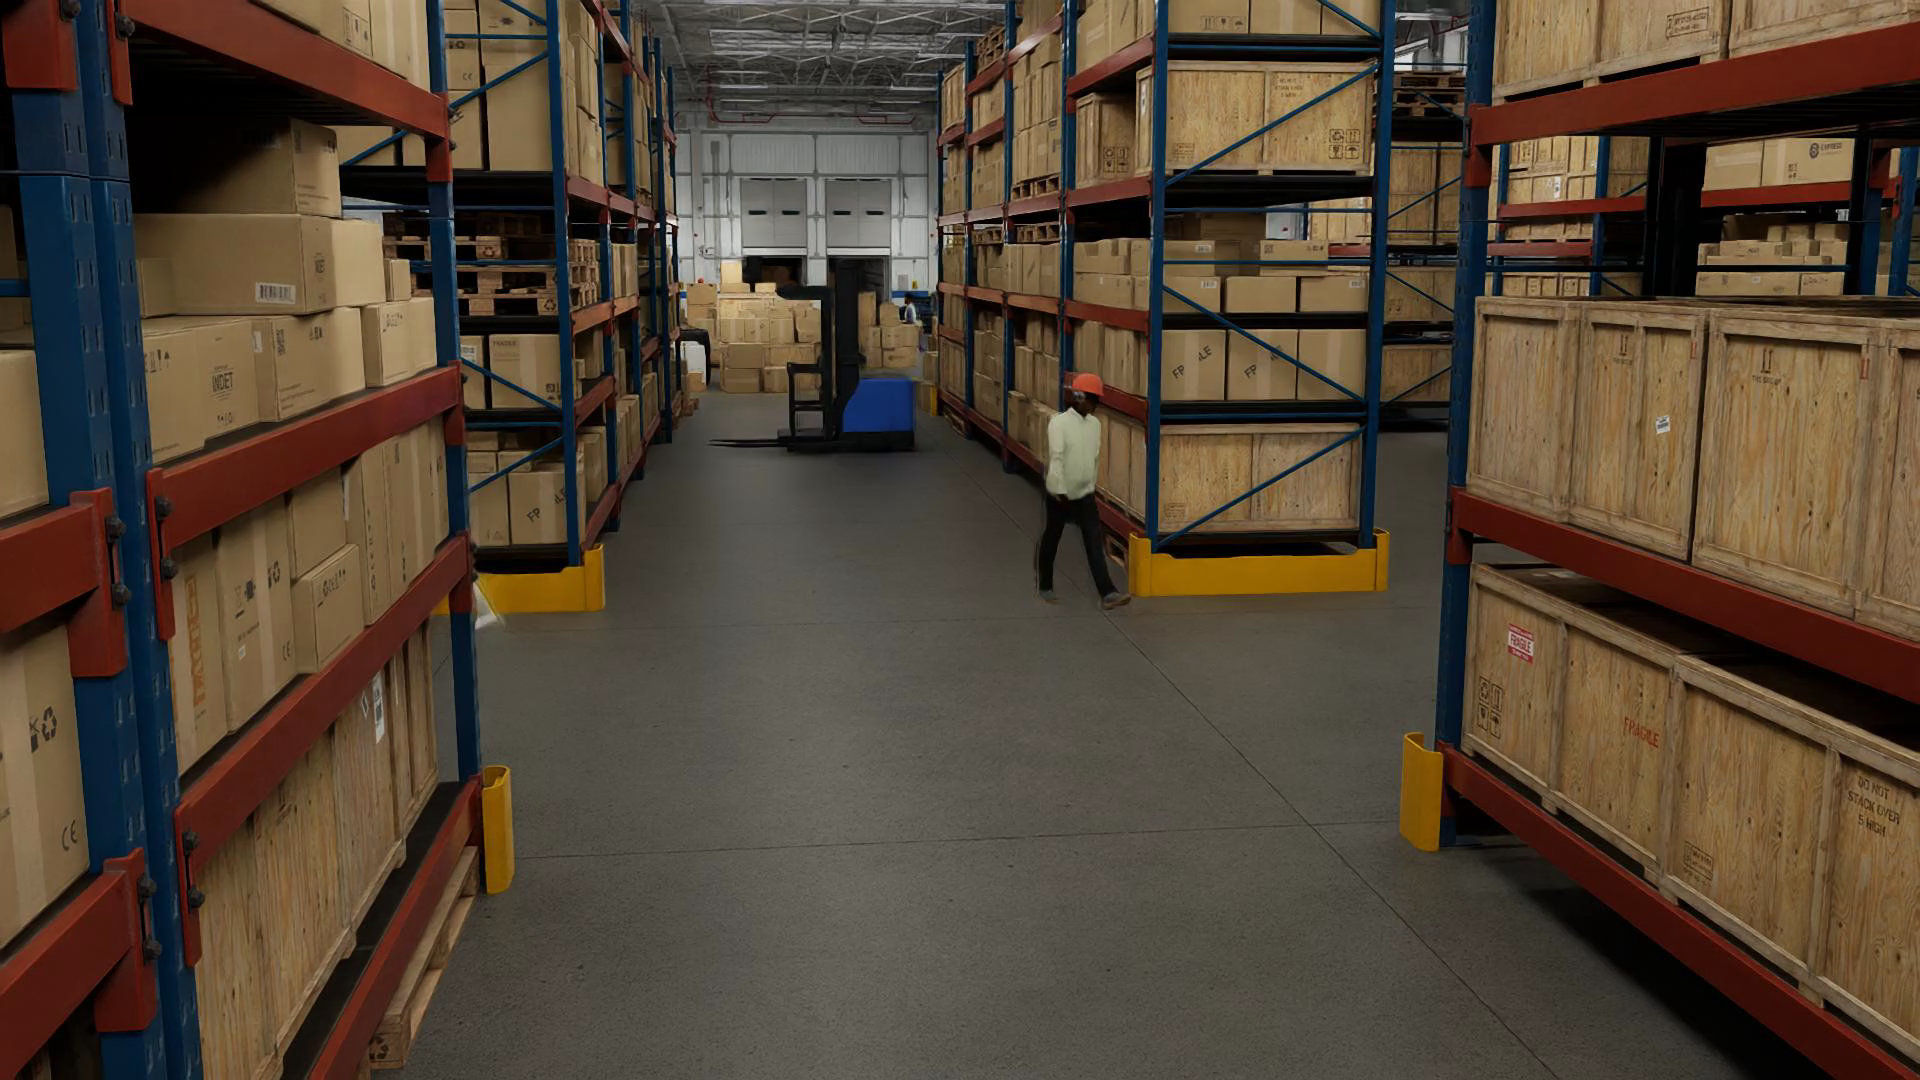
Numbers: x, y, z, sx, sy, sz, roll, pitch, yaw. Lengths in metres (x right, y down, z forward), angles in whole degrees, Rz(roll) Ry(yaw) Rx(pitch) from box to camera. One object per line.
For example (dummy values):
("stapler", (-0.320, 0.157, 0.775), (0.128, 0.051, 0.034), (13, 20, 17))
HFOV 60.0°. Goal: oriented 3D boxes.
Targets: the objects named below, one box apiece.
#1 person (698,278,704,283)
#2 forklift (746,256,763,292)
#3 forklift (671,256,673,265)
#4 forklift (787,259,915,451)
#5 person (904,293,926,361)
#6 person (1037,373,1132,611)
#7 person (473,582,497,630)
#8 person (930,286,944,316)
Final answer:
("person", (-10.746, -9.882, 68.872), (0.545, 1.930, 0.394), (-7, 12, -35))
("forklift", (-7.237, -8.630, 58.809), (1.873, 2.768, 1.129), (-4, 11, -24))
("forklift", (-10.987, -9.066, 61.344), (1.129, 2.768, 1.873), (-1, 10, -7))
("forklift", (-1.650, -2.756, 24.608), (1.873, 2.768, 1.129), (-1, 10, -7))
("person", (-1.315, -5.780, 45.156), (0.980, 1.878, 0.593), (1, 10, 5))
("person", (0.978, -0.380, 13.538), (0.647, 1.920, 1.021), (-7, 12, -36))
("person", (-3.975, -0.053, 12.632), (0.859, 1.592, 0.509), (-2, 10, -9))
("person", (-0.728, -7.777, 56.582), (0.635, 1.937, 0.352), (-6, 12, -33))
